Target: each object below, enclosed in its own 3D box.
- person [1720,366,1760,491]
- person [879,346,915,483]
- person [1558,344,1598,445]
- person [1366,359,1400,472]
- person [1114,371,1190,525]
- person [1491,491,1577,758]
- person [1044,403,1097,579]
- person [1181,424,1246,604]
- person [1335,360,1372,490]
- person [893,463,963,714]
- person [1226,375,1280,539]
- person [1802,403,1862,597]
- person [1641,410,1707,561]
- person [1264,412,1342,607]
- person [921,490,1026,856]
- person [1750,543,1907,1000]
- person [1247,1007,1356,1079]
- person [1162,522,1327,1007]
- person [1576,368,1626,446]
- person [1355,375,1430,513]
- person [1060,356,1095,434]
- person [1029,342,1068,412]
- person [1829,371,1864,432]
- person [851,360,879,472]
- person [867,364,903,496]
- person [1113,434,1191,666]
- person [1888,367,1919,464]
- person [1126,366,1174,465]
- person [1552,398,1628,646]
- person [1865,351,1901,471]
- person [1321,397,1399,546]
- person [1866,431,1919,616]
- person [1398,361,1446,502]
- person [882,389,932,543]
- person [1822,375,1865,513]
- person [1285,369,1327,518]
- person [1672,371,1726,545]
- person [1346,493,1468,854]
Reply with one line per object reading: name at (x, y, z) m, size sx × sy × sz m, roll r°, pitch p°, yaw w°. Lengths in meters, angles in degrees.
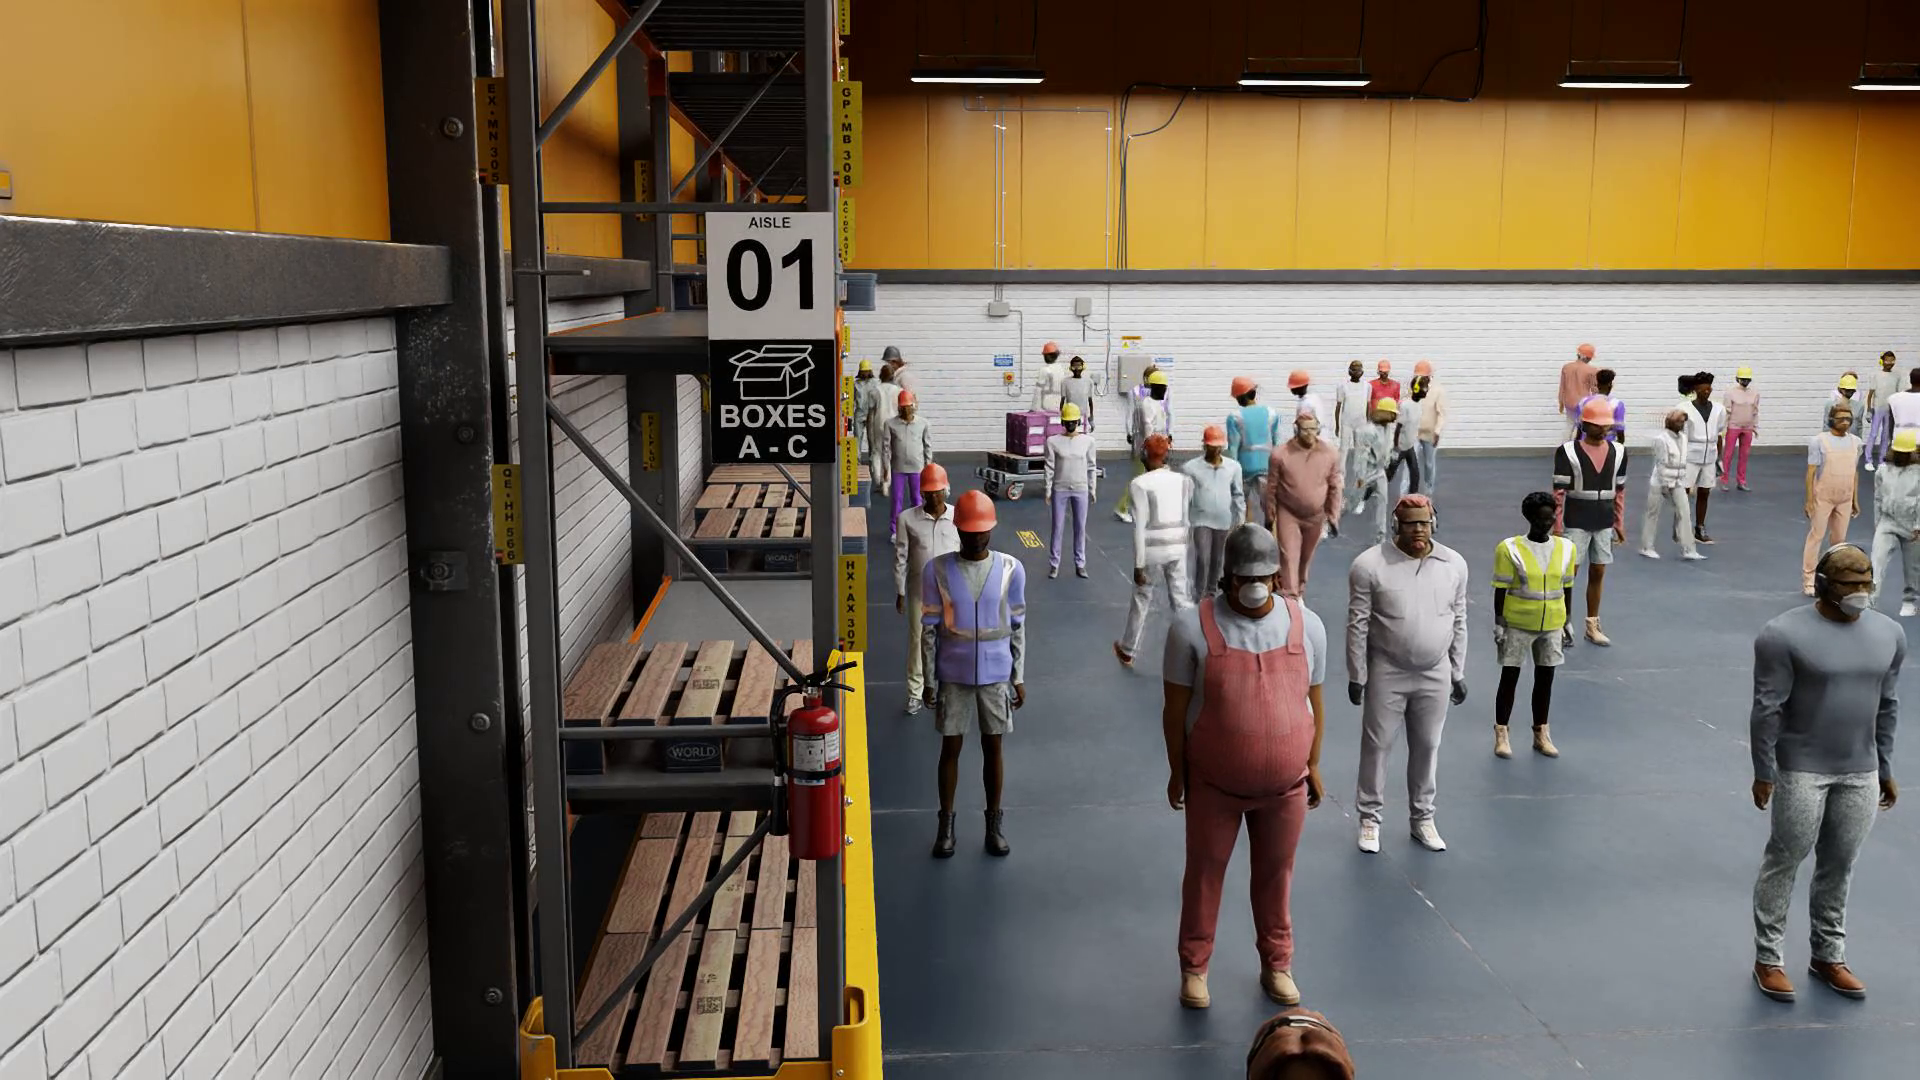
person at (10.967, -1.559, 23.364) m, size 0.535 × 1.767 × 0.316 m, roll -1°, pitch 9°, yaw -4°
person at (-0.989, -1.821, 24.154) m, size 0.538 × 2.000 × 0.686 m, roll -5°, pitch 10°, yaw -29°
person at (10.041, -2.211, 26.985) m, size 0.610 × 1.965 × 0.647 m, roll -8°, pitch 12°, yaw -41°
person at (6.470, -1.888, 25.469) m, size 0.575 × 1.749 × 0.335 m, roll -1°, pitch 9°, yaw -4°
person at (2.328, -1.118, 20.266) m, size 0.941 × 1.881 × 0.592 m, roll 6°, pitch 11°, yaw 33°
person at (3.603, 0.531, 10.455) m, size 0.542 × 1.695 × 0.316 m, roll -1°, pitch 9°, yaw -4°
person at (1.105, -0.488, 16.644) m, size 0.535 × 1.767 × 0.316 m, roll -1°, pitch 9°, yaw -4°
person at (2.256, -0.149, 14.637) m, size 0.571 × 1.720 × 0.767 m, roll -2°, pitch 9°, yaw -11°
person at (5.557, -1.618, 23.493) m, size 0.520 × 1.843 × 0.330 m, roll -1°, pitch 9°, yaw -4°
person at (-0.173, 0.337, 11.495) m, size 0.575 × 1.749 × 0.335 m, roll -1°, pitch 9°, yaw -4°
person at (3.134, -0.758, 17.686) m, size 0.640 × 1.977 × 1.036 m, roll -1°, pitch 9°, yaw -6°
person at (8.229, -0.375, 15.679) m, size 0.520 × 1.844 × 0.330 m, roll -1°, pitch 9°, yaw -4°
person at (7.573, -0.563, 17.604) m, size 0.513 × 1.606 × 0.788 m, roll -4°, pitch 10°, yaw -25°
person at (3.032, -0.222, 14.745) m, size 0.653 × 1.849 × 0.980 m, roll -1°, pitch 9°, yaw -3°
person at (0.074, 0.698, 8.663) m, size 0.553 × 1.933 × 0.368 m, roll -1°, pitch 9°, yaw -4°
person at (3.625, 0.966, 6.974) m, size 0.638 × 1.937 × 0.356 m, roll -1°, pitch 9°, yaw -4°
person at (0.645, 1.704, 3.274) m, size 0.525 × 1.639 × 0.307 m, roll -1°, pitch 9°, yaw -4°
person at (1.193, 0.931, 6.868) m, size 0.690 × 2.000 × 0.538 m, roll -1°, pitch 9°, yaw -4°
person at (7.682, -1.108, 20.034) m, size 0.871 × 1.931 × 0.624 m, roll -7°, pitch 12°, yaw -39°
person at (5.440, -1.160, 20.734) m, size 0.554 × 1.822 × 0.928 m, roll -9°, pitch 13°, yaw -44°
person at (1.701, -1.741, 24.188) m, size 0.538 × 1.869 × 0.313 m, roll -1°, pitch 9°, yaw -4°
person at (1.430, -2.100, 26.068) m, size 1.048 × 1.997 × 0.609 m, roll 7°, pitch 12°, yaw 39°
person at (12.946, -1.650, 24.334) m, size 0.525 × 1.639 × 0.307 m, roll -1°, pitch 9°, yaw -4°
person at (-1.450, -1.890, 25.518) m, size 0.494 × 1.741 × 0.312 m, roll -1°, pitch 9°, yaw -4°
person at (-1.024, -1.508, 22.895) m, size 0.517 × 1.819 × 0.427 m, roll -1°, pitch 9°, yaw -4°
person at (1.513, 0.125, 12.583) m, size 0.621 × 1.831 × 1.014 m, roll -5°, pitch 10°, yaw -30°
person at (11.789, -1.184, 20.596) m, size 0.592 × 1.897 × 0.525 m, roll 7°, pitch 12°, yaw 38°
person at (2.609, -1.496, 22.900) m, size 0.652 × 1.790 × 0.965 m, roll 1°, pitch 9°, yaw 8°
person at (5.146, -0.137, 13.577) m, size 0.616 × 2.039 × 0.385 m, roll -1°, pitch 9°, yaw -4°
person at (14.332, -1.998, 25.797) m, size 0.538 × 1.869 × 0.313 m, roll -1°, pitch 9°, yaw -4°
person at (4.520, -0.773, 18.636) m, size 0.508 × 1.700 × 0.823 m, roll -8°, pitch 12°, yaw -43°
person at (8.239, -0.119, 14.585) m, size 0.491 × 1.684 × 0.938 m, roll 8°, pitch 12°, yaw 42°
person at (6.023, -1.377, 21.704) m, size 0.615 × 1.934 × 1.061 m, roll 4°, pitch 10°, yaw 24°
person at (-0.599, -0.833, 18.846) m, size 0.575 × 1.749 × 0.335 m, roll -1°, pitch 9°, yaw -4°
person at (11.264, -1.216, 21.211) m, size 0.535 × 1.767 × 0.316 m, roll -1°, pitch 9°, yaw -4°
person at (4.308, -1.169, 20.590) m, size 0.553 × 1.880 × 0.647 m, roll 4°, pitch 10°, yaw 23°
person at (8.311, -0.921, 18.729) m, size 0.618 × 1.963 × 0.361 m, roll -1°, pitch 9°, yaw -4°
person at (2.358, 0.700, 8.741) m, size 0.655 × 1.906 × 0.407 m, roll -1°, pitch 9°, yaw -4°
